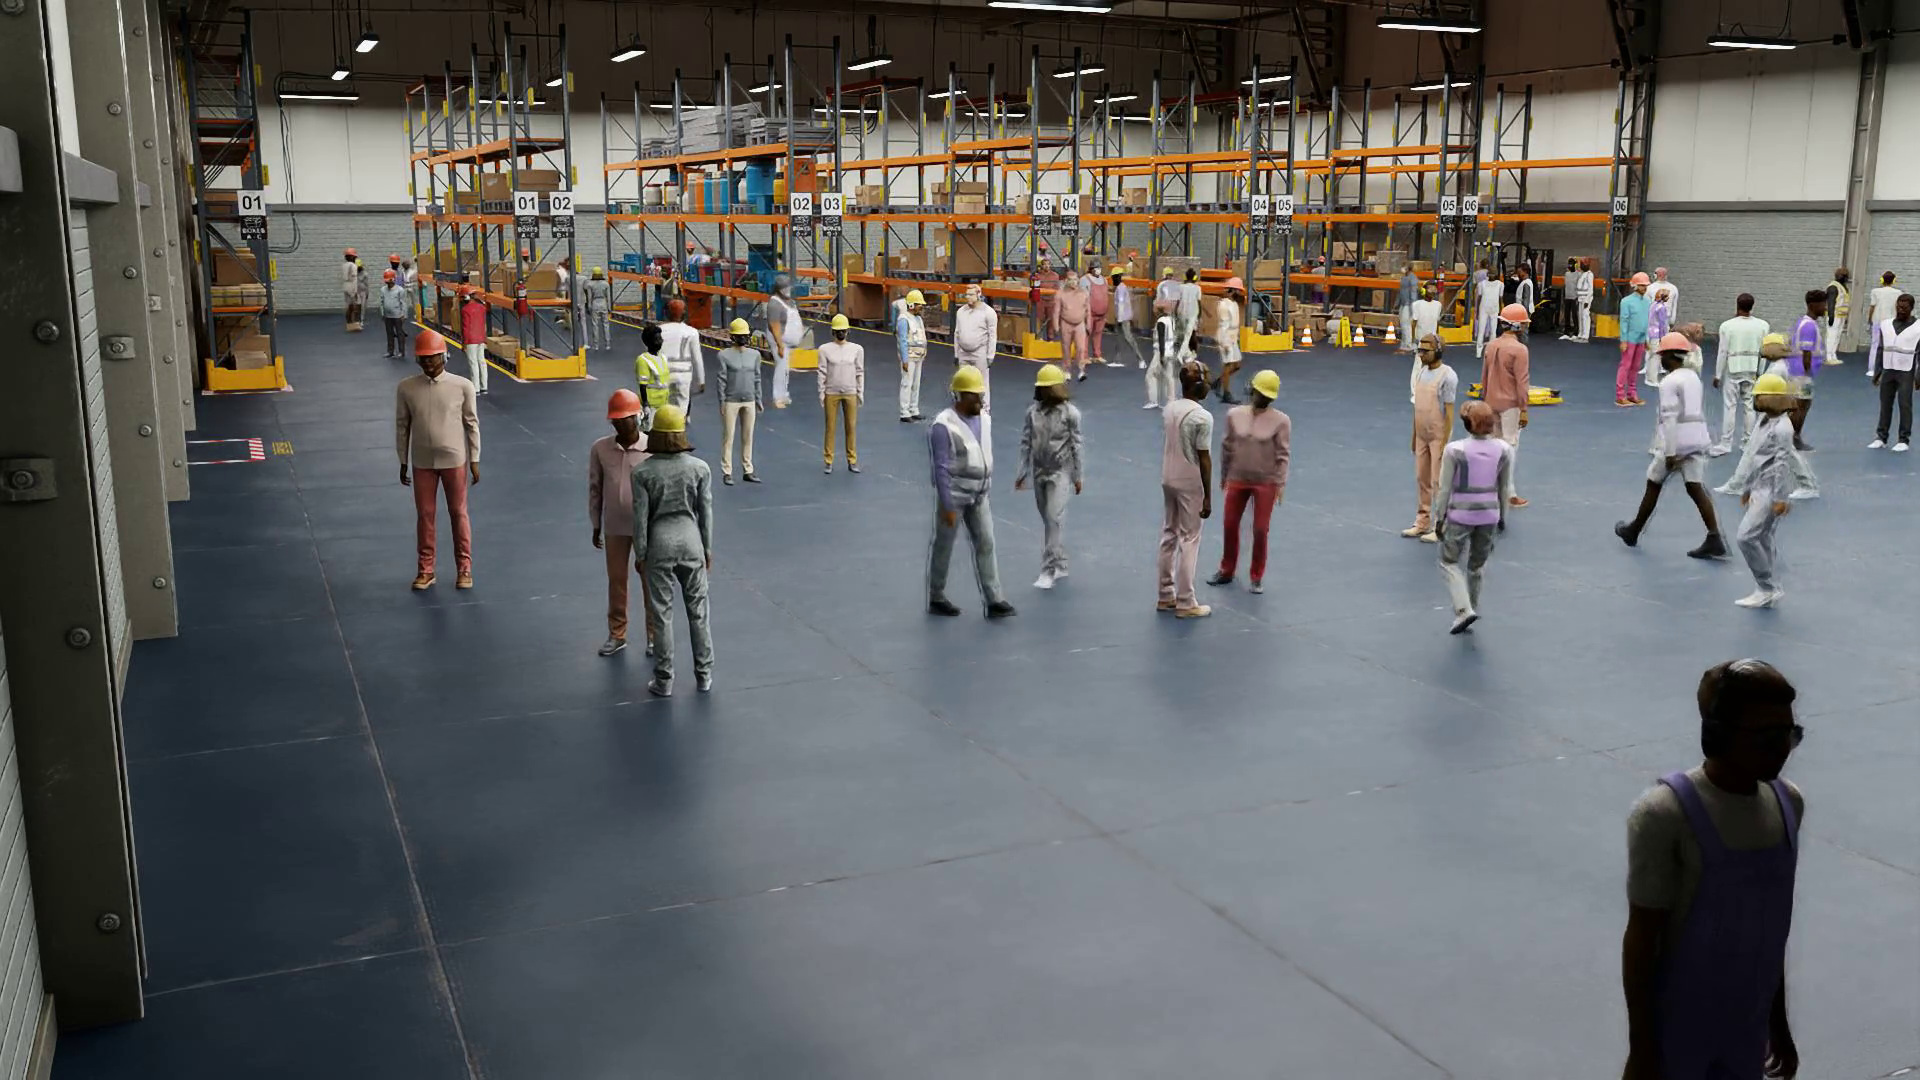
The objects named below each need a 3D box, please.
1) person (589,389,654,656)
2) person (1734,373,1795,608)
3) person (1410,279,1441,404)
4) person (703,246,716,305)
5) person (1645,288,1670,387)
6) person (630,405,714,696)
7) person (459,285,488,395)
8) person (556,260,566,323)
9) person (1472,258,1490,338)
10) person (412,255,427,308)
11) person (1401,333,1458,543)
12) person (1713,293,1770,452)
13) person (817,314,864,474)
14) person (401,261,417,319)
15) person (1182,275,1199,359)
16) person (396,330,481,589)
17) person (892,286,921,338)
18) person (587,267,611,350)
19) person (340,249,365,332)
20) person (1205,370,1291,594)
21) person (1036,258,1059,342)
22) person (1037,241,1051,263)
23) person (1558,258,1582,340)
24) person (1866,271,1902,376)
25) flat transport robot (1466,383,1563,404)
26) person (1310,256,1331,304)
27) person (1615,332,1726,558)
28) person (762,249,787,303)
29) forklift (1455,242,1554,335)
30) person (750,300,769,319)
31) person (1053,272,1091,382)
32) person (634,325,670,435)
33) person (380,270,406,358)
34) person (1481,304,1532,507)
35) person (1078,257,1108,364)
[{"bbox_3d":[-2.143,-0.109,10.817,0.566,1.750,0.341,2,11,8],"label":"person"},{"bbox_3d":[5.819,-0.341,12.064,0.402,1.727,0.501,2,11,8],"label":"person"},{"bbox_3d":[7.067,-3.001,25.207,0.512,1.877,0.328,-4,12,-20],"label":"person"},{"bbox_3d":[-7.763,-8.147,51.445,0.611,1.843,0.668,-5,12,-23],"label":"person"},{"bbox_3d":[11.615,-3.366,27.693,0.314,1.632,0.521,2,11,10],"label":"person"},{"bbox_3d":[-1.727,0.061,9.975,0.487,1.744,0.313,-4,12,-21],"label":"person"},{"bbox_3d":[-7.741,-3.171,26.394,0.336,1.745,0.560,4,12,17],"label":"person"},{"bbox_3d":[-10.412,-6.510,43.647,0.498,1.636,0.286,8,14,35],"label":"person"},{"bbox_3d":[12.090,-5.587,38.439,0.505,1.840,0.344,5,12,25],"label":"person"},{"bbox_3d":[-15.383,-7.296,47.350,0.578,1.752,0.429,10,15,41],"label":"person"},{"bbox_3d":[4.146,-0.899,14.628,0.345,1.840,0.503,-5,12,-23],"label":"person"},{"bbox_3d":[9.410,-2.011,20.060,0.587,1.920,0.392,0,11,1],"label":"person"},{"bbox_3d":[-1.316,-1.613,18.444,0.533,1.768,0.318,-2,11,-12],"label":"person"},{"bbox_3d":[-14.926,-6.760,45.006,0.540,1.583,0.883,1,11,5],"label":"person"},{"bbox_3d":[4.559,-4.437,32.984,0.321,1.691,0.533,-1,11,-6],"label":"person"},{"bbox_3d":[-3.995,-0.609,12.739,0.625,1.992,0.389,-1,11,-5],"label":"person"},{"bbox_3d":[-0.946,-3.713,29.539,0.520,1.583,0.890,-1,11,-4],"label":"person"},{"bbox_3d":[-7.642,-4.901,35.200,0.489,1.741,0.322,-4,12,-19],"label":"person"},{"bbox_3d":[-14.787,-6.054,40.414,0.661,1.996,0.546,8,14,36],"label":"person"},{"bbox_3d":[2.205,-0.437,12.553,0.587,1.722,0.445,6,12,27],"label":"person"},{"bbox_3d":[1.838,-5.118,35.886,0.651,1.906,0.409,-2,11,-12],"label":"person"},{"bbox_3d":[2.403,-7.671,48.505,0.605,2.045,0.378,-5,12,-24],"label":"person"},{"bbox_3d":[13.917,-5.480,37.856,0.328,1.861,0.505,-6,13,-27],"label":"person"},{"bbox_3d":[16.310,-3.813,29.389,0.501,1.861,0.328,4,12,18],"label":"person"},{"bbox_3d":[8.505,-2.263,25.544,0.652,0.197,1.431,-4,12,-21],"label":"flat transport robot"},{"bbox_3d":[9.526,-6.608,43.872,0.563,1.744,0.353,6,13,29],"label":"person"},{"bbox_3d":[6.043,-0.803,14.041,0.602,1.859,1.040,-7,13,-34],"label":"person"},{"bbox_3d":[-5.339,-7.543,48.279,0.818,1.890,0.629,1,11,5],"label":"person"},{"bbox_3d":[13.047,-6.049,39.881,2.313,2.155,1.214,-5,12,-23],"label":"forklift"},{"bbox_3d":[-5.457,-6.970,45.359,0.676,1.873,0.889,-5,12,-23],"label":"person"},{"bbox_3d":[1.929,-3.637,28.458,0.679,1.856,0.971,-1,11,-5],"label":"person"},{"bbox_3d":[-3.249,-1.432,17.688,0.318,1.697,0.535,4,12,17],"label":"person"},{"bbox_3d":[-11.292,-4.486,33.086,0.563,1.742,0.338,4,12,17],"label":"person"},{"bbox_3d":[5.386,-1.324,16.372,0.384,1.993,0.622,-4,12,-19],"label":"person"},{"bbox_3d":[2.596,-4.389,31.835,0.679,2.000,0.536,-7,13,-33],"label":"person"}]
